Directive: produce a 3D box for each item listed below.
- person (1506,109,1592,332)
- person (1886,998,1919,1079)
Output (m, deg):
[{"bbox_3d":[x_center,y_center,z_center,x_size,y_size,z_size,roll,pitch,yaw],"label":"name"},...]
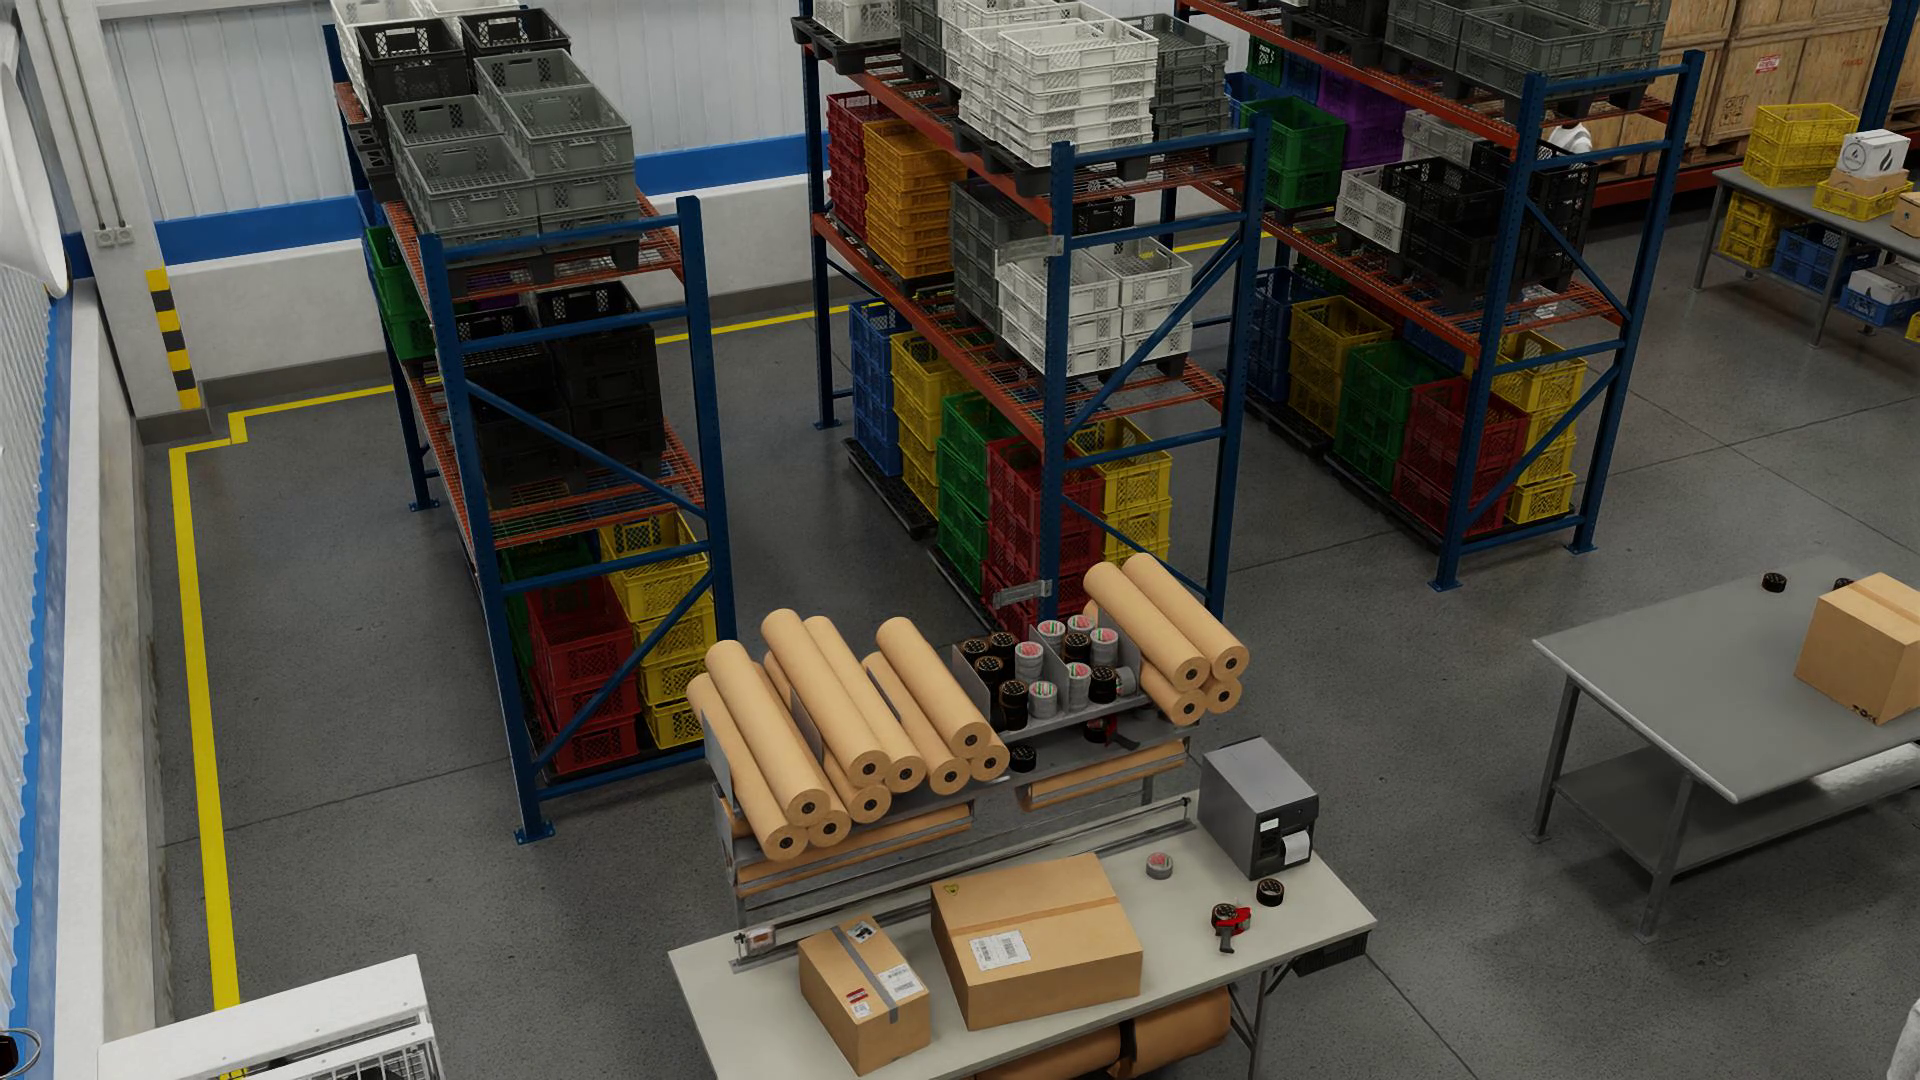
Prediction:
[{"bbox_3d":[4.443,-2.486,12.452,0.355,1.887,0.574,0,32,0],"label":"person"},{"bbox_3d":[3.714,1.538,5.959,0.429,1.841,0.633,10,33,16],"label":"person"}]
